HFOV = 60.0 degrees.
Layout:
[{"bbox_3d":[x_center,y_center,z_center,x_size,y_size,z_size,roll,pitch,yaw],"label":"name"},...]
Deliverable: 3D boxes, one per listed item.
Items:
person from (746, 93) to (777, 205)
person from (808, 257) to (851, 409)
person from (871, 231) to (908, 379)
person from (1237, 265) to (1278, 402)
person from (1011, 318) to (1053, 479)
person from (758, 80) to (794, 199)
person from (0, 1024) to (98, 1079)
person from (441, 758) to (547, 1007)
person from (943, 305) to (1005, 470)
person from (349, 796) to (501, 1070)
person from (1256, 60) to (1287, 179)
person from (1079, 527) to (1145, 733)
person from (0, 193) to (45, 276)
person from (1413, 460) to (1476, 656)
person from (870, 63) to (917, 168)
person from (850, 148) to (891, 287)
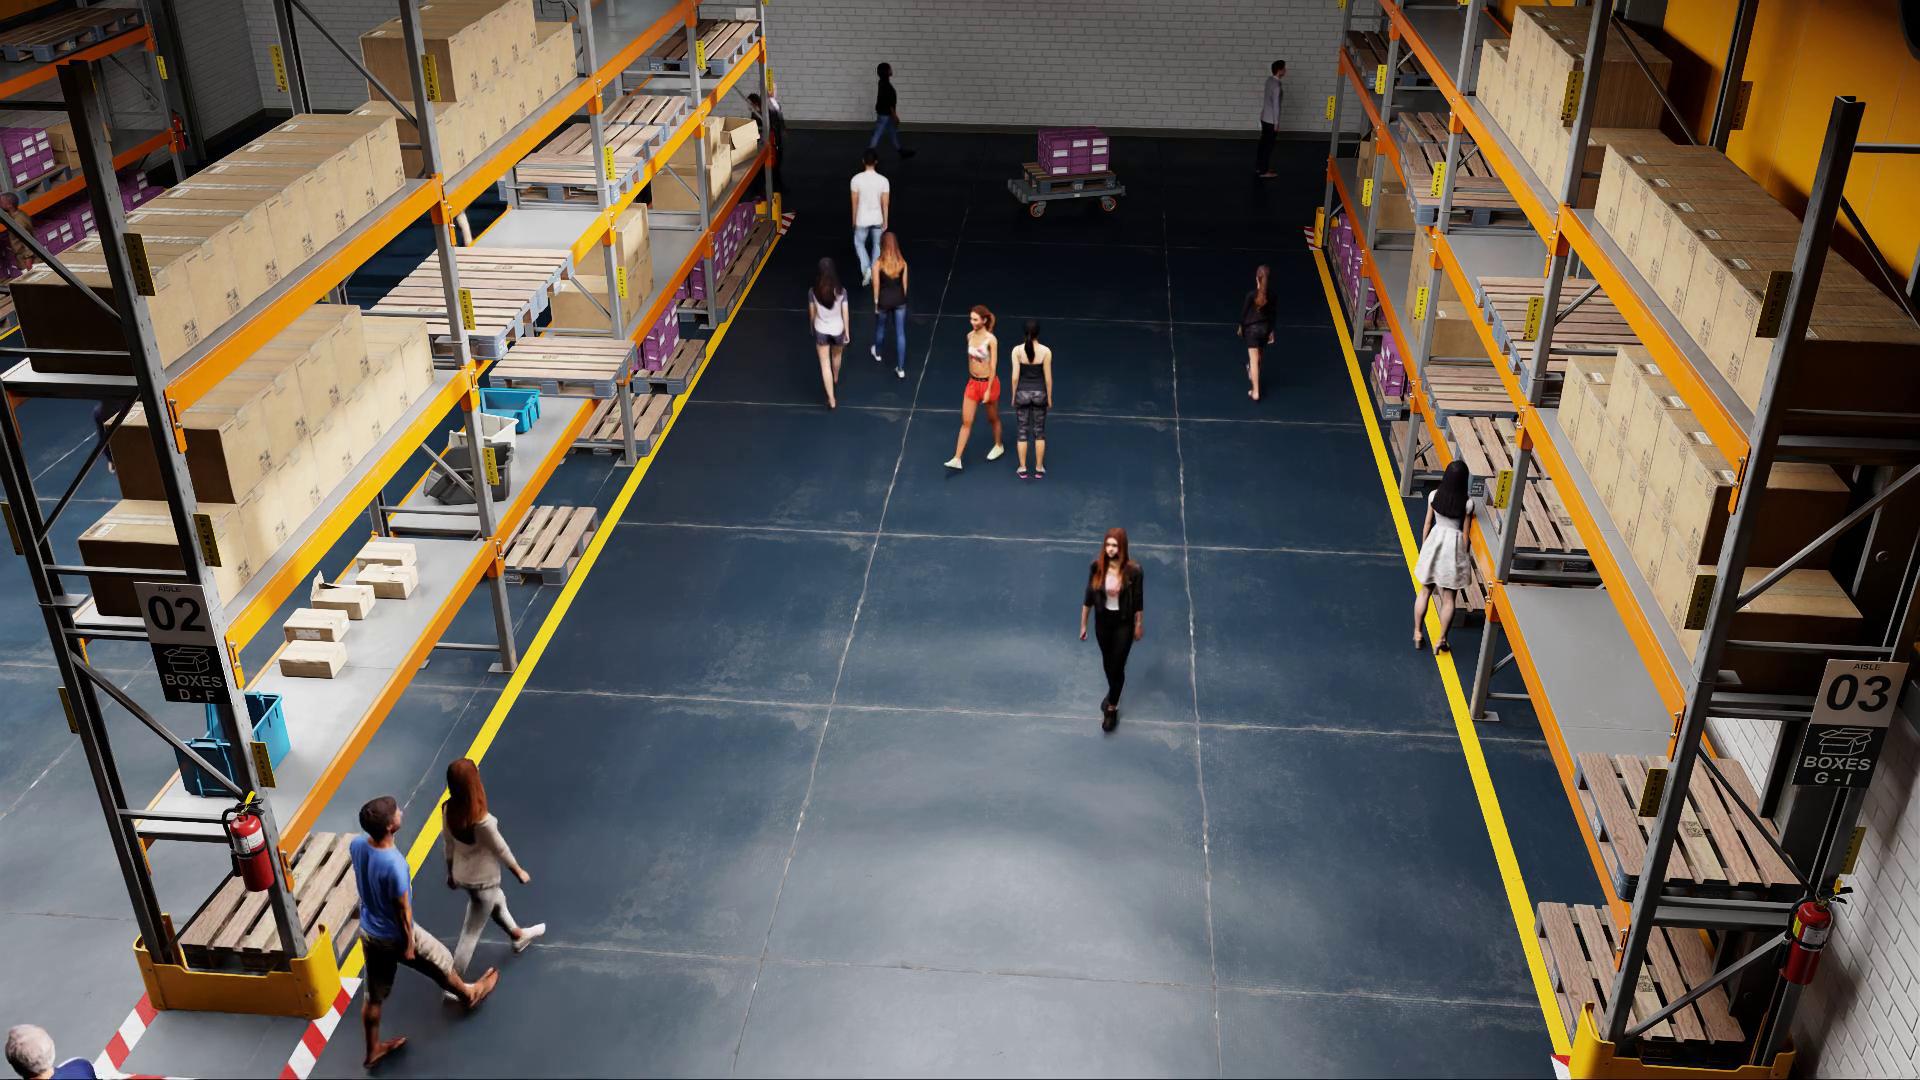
[{"bbox_3d":[-2.945,-5.890,25.209,0.792,1.741,0.681,10,30,18],"label":"person"},{"bbox_3d":[-1.478,-2.291,18.702,0.792,1.654,1.180,-5,29,-8],"label":"person"},{"bbox_3d":[-0.787,-2.712,19.446,0.797,1.680,1.075,-7,29,-13],"label":"person"},{"bbox_3d":[3.402,-2.334,18.919,0.682,1.522,1.045,-4,29,-7],"label":"person"},{"bbox_3d":[0.727,-1.456,17.093,0.576,1.728,0.532,1,29,2],"label":"person"},{"bbox_3d":[-2.955,-6.226,25.744,0.964,1.817,0.747,1,29,2],"label":"person"},{"bbox_3d":[-4.393,3.217,8.432,0.795,1.818,0.715,10,30,18],"label":"person"},{"bbox_3d":[-3.100,2.191,10.475,0.990,1.664,1.181,20,35,33],"label":"person"},{"bbox_3d":[0.298,-1.596,17.328,0.962,1.750,1.171,20,34,32],"label":"person"},{"bbox_3d":[-3.477,2.385,9.956,1.042,1.820,1.276,18,33,30],"label":"person"},{"bbox_3d":[4.984,-6.776,26.724,0.773,1.846,0.585,-4,29,-7],"label":"person"},{"bbox_3d":[1.269,0.619,13.324,0.789,1.694,0.932,12,31,21],"label":"person"},{"bbox_3d":[-11.525,-3.422,20.596,0.861,1.825,0.735,-15,32,-25],"label":"person"},{"bbox_3d":[4.113,0.145,14.116,0.775,1.769,0.798,18,34,30],"label":"person"},{"bbox_3d":[-1.310,-6.896,27.129,0.876,1.668,1.122,-7,29,-12],"label":"person"},{"bbox_3d":[-1.193,-4.227,22.052,0.805,1.844,0.930,-5,29,-9],"label":"person"}]
